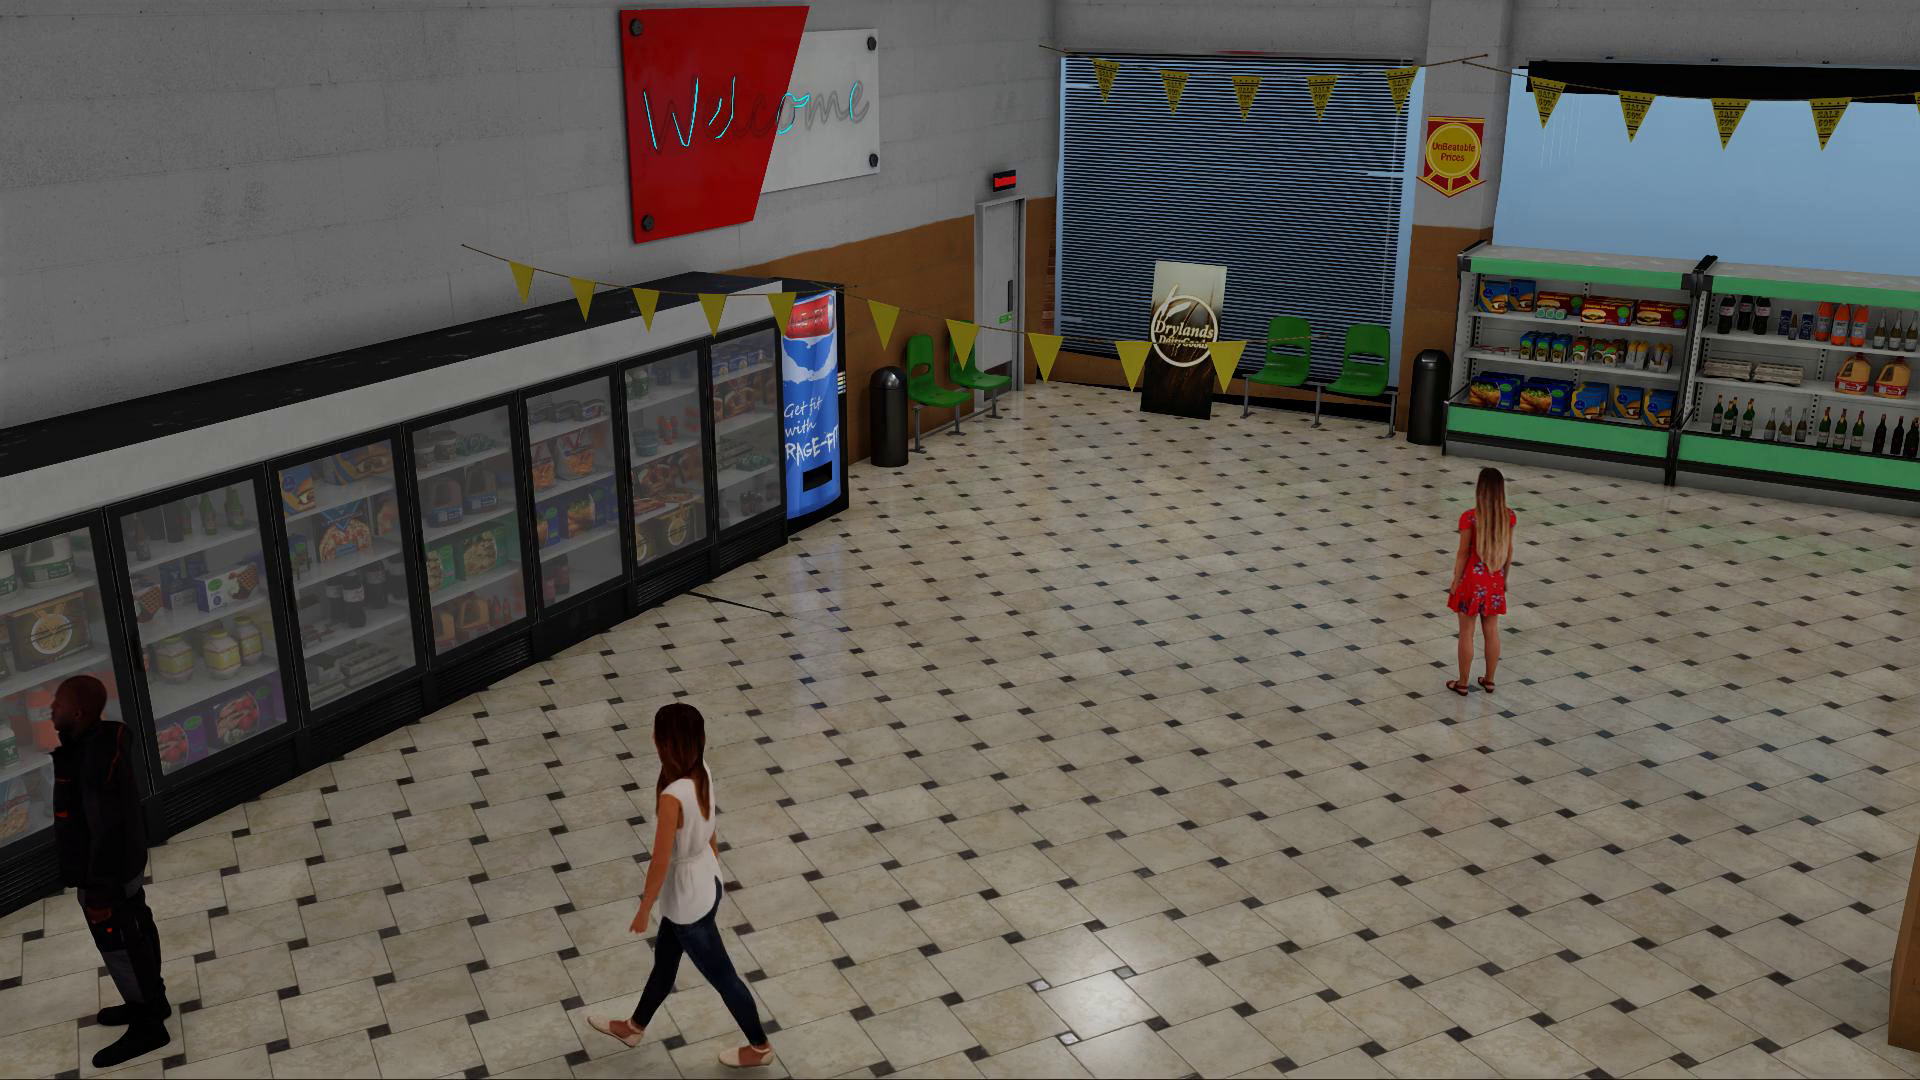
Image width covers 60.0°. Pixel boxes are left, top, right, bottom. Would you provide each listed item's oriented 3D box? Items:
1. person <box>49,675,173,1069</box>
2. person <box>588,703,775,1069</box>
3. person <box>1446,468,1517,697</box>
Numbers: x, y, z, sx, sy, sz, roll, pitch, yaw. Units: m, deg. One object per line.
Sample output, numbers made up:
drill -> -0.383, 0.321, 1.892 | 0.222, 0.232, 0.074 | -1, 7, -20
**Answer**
person -> -3.795, 1.440, 7.450 | 0.854, 1.826, 0.762 | -8, 20, -21
person -> -1.072, 1.564, 7.213 | 1.182, 1.741, 0.912 | 2, 19, 6
person -> 3.520, 0.281, 11.252 | 0.654, 1.592, 0.724 | -3, 19, -10
